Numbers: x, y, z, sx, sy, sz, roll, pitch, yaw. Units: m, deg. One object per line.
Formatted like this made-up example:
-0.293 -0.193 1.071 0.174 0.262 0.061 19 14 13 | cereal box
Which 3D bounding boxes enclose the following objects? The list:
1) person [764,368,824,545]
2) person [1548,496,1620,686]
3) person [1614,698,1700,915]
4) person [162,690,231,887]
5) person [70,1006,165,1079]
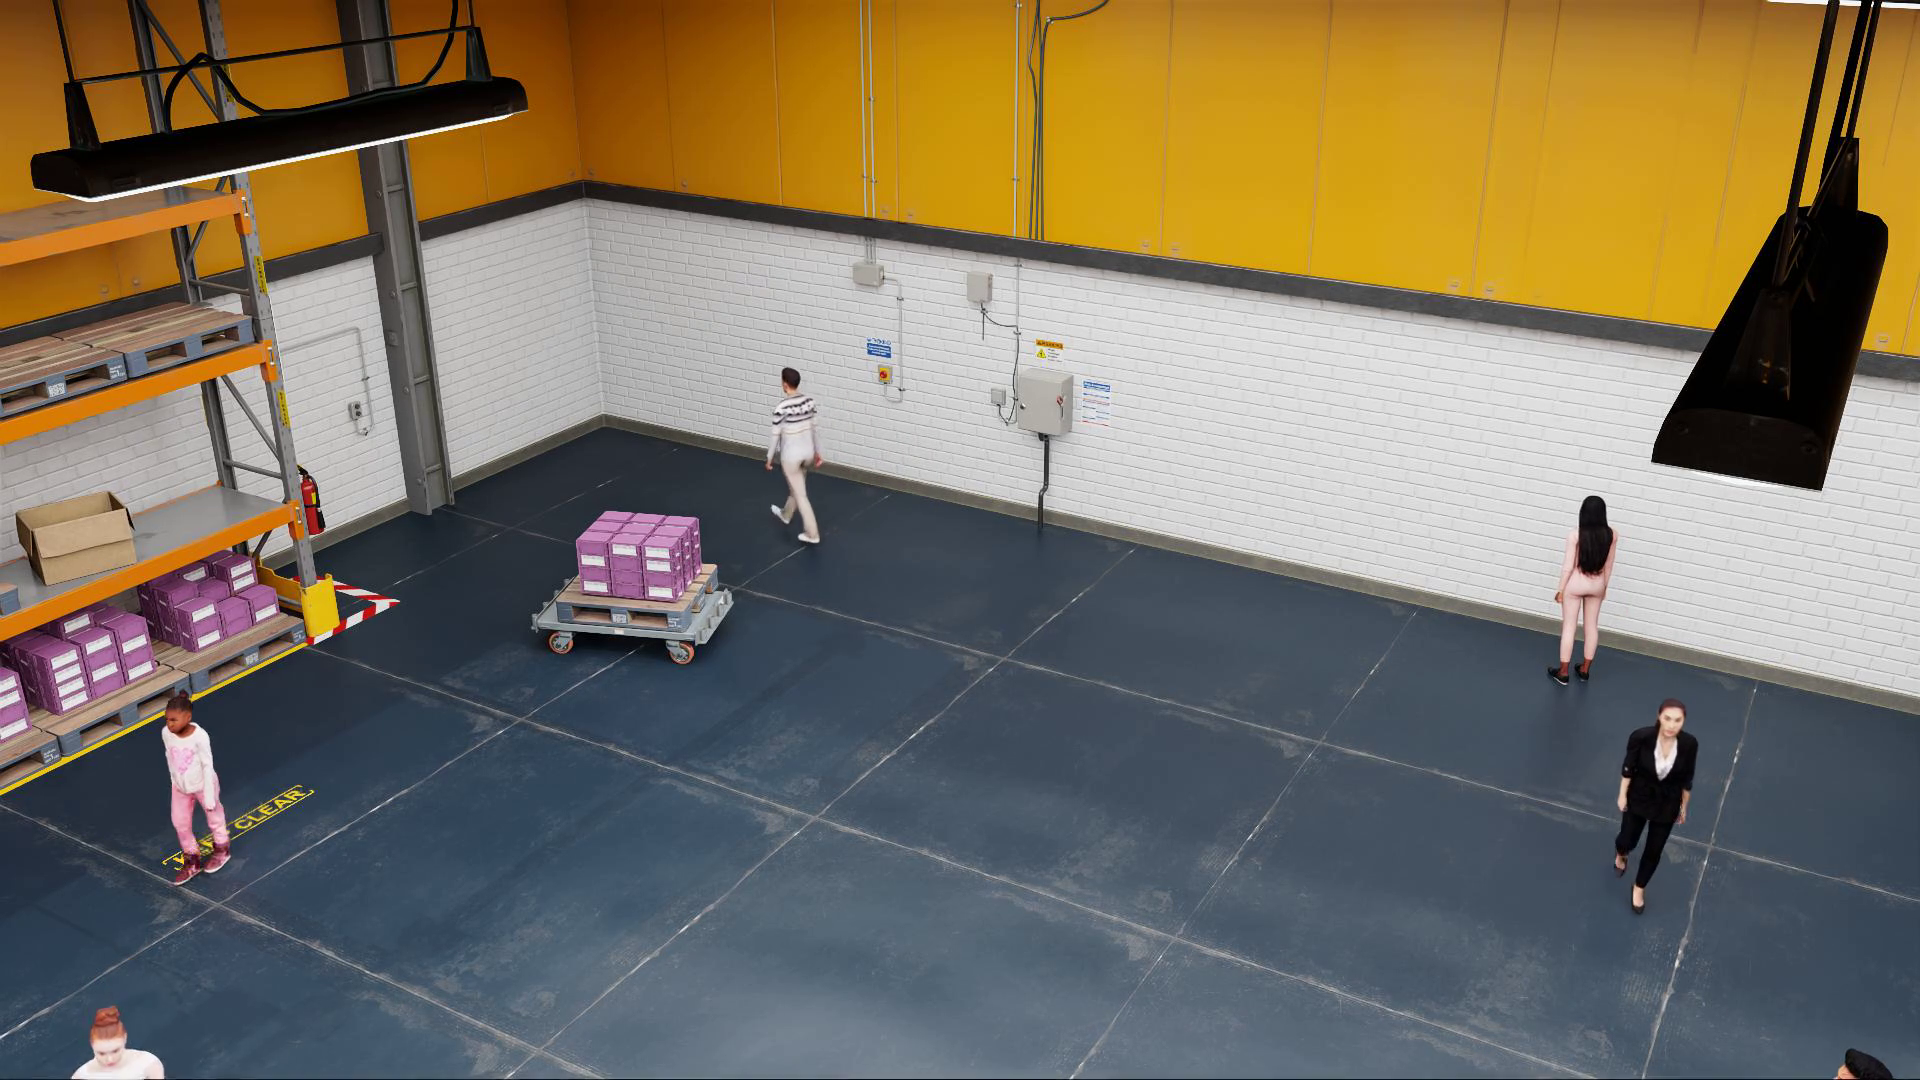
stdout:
-1.634 -0.825 17.102 1.179 1.814 0.973 -22 32 -40 | person
5.387 0.428 14.352 0.699 1.722 0.727 -2 24 -6 | person
4.739 1.762 11.396 0.721 1.646 0.816 5 24 12 | person
-5.393 1.693 11.813 0.688 1.436 0.782 5 24 11 | person
-4.169 3.006 8.431 1.123 1.741 1.102 -9 25 -19 | person
